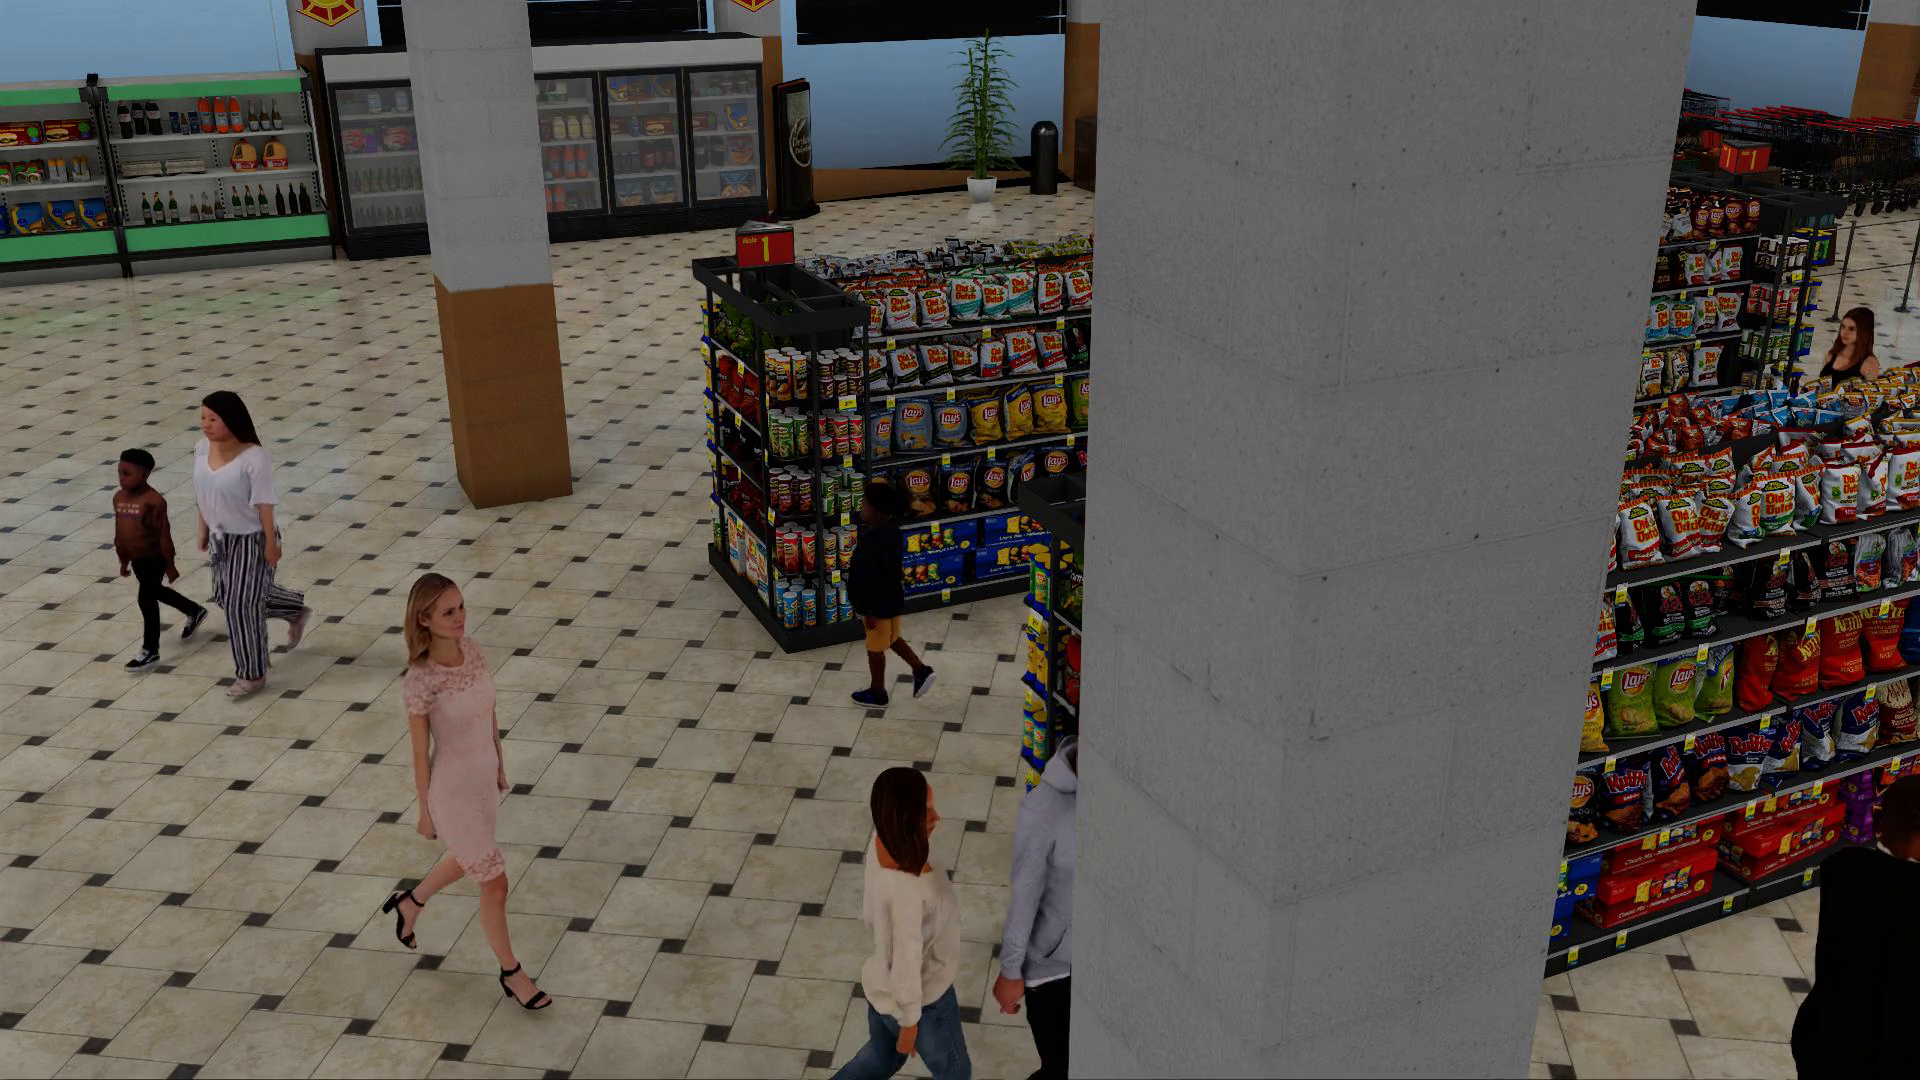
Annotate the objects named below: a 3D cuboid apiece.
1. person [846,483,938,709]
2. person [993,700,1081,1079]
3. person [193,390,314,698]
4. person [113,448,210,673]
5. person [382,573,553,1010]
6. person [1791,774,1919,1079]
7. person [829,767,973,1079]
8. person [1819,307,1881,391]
[{"bbox_3d":[-0.353,0.313,8.753,0.795,1.261,0.736,8,23,19],"label":"person"},{"bbox_3d":[0.306,1.302,5.427,0.627,1.906,0.814,-12,25,-27],"label":"person"},{"bbox_3d":[-3.861,-0.025,9.063,0.980,1.656,1.091,11,24,25],"label":"person"},{"bbox_3d":[-4.536,0.071,9.390,0.846,1.236,0.939,10,24,24],"label":"person"},{"bbox_3d":[-1.978,0.966,6.398,1.063,1.805,1.045,9,24,22],"label":"person"},{"bbox_3d":[2.554,1.549,4.823,1.059,1.898,0.980,1,22,3],"label":"person"},{"bbox_3d":[-0.248,1.466,5.363,1.093,1.649,0.756,-5,22,-12],"label":"person"},{"bbox_3d":[5.613,-0.635,10.500,0.776,1.717,0.645,-7,23,-16],"label":"person"}]
